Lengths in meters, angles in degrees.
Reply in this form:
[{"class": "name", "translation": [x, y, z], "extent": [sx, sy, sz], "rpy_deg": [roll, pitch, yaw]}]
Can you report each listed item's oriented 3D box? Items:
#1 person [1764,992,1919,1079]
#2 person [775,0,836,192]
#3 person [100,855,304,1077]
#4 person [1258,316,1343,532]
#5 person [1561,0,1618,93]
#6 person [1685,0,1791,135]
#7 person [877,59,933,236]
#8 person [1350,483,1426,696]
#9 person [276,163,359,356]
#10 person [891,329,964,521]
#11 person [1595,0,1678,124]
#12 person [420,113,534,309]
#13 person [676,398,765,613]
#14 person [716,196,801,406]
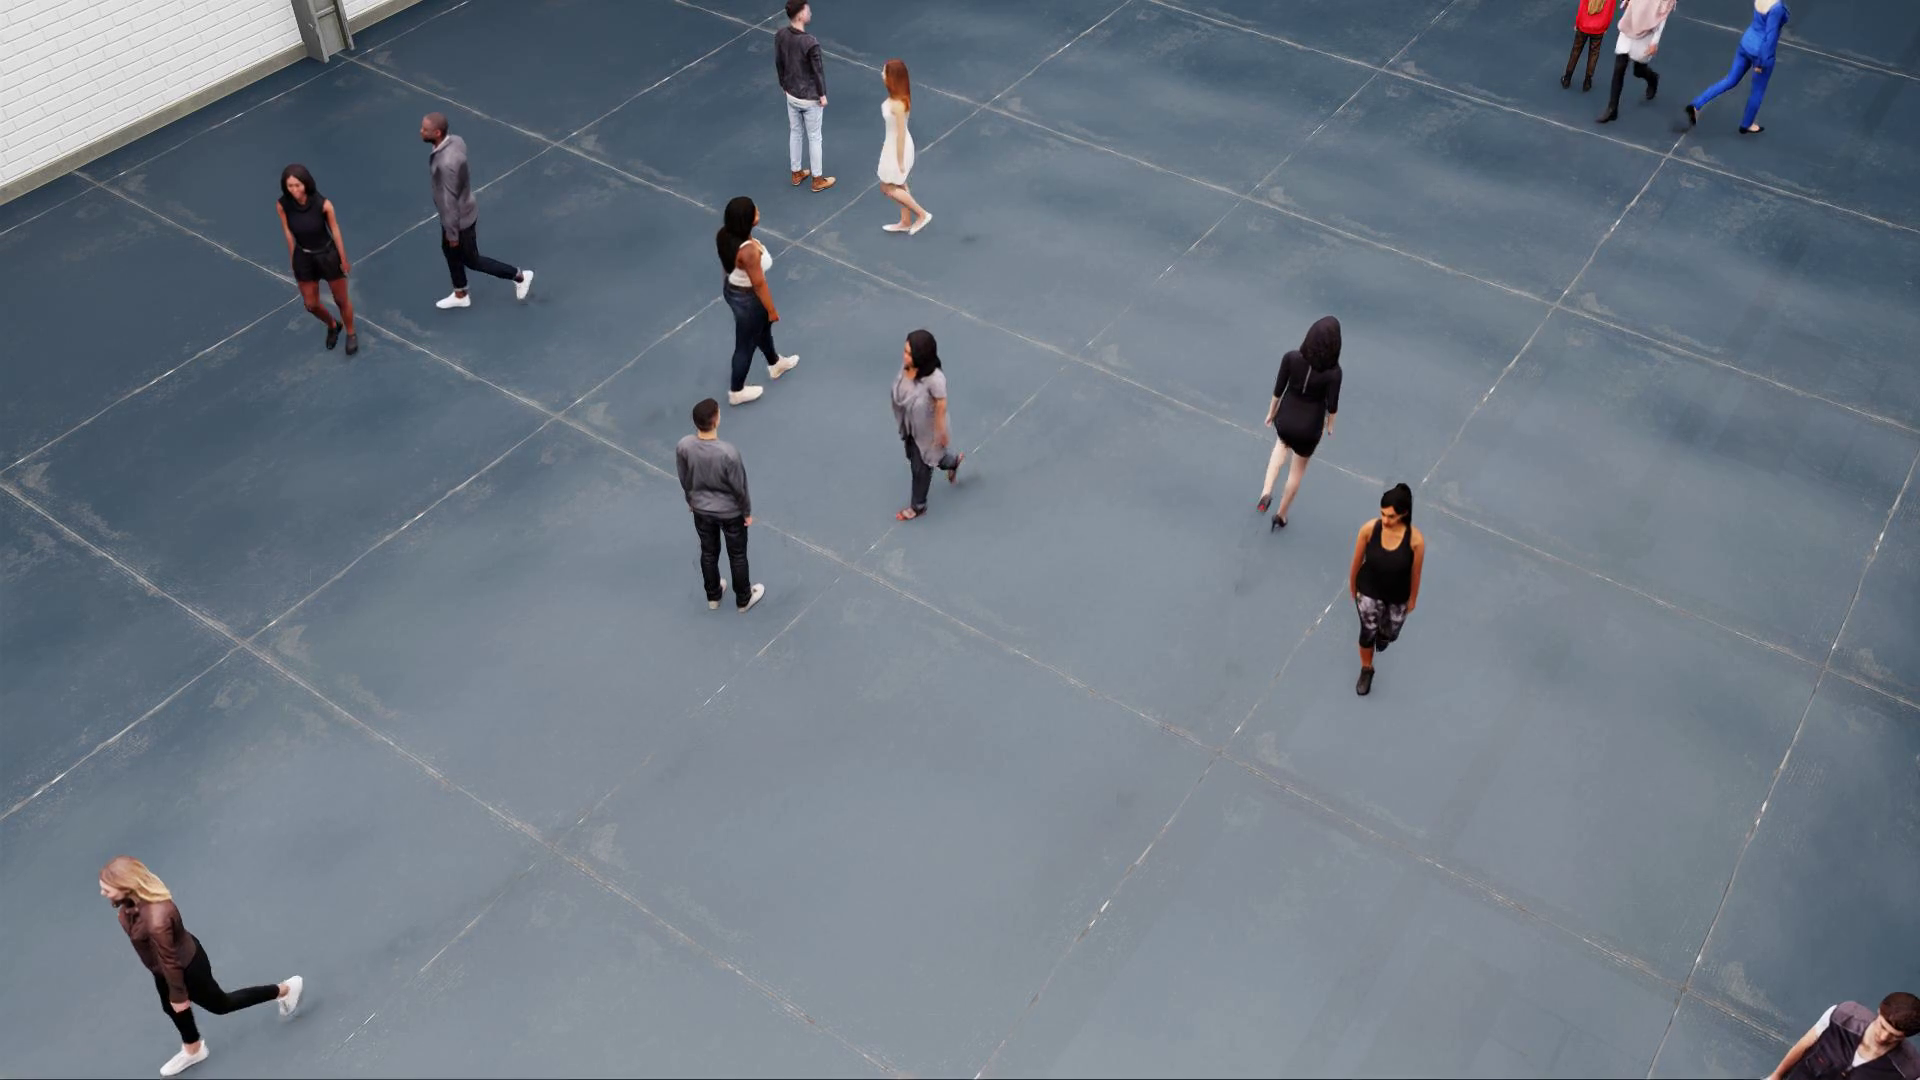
[{"class": "person", "translation": [4.204, 2.663, 8.039], "extent": [1.123, 1.827, 0.892], "rpy_deg": [-26, 49, -25]}, {"class": "person", "translation": [-1.420, -4.029, 15.058], "extent": [0.657, 1.835, 0.527], "rpy_deg": [24, 49, 23]}, {"class": "person", "translation": [-3.978, 2.170, 8.663], "extent": [1.111, 1.680, 0.786], "rpy_deg": [-31, 51, -28]}, {"class": "person", "translation": [2.331, -0.733, 11.635], "extent": [0.607, 1.785, 0.589], "rpy_deg": [21, 48, 21]}, {"class": "person", "translation": [6.310, -5.123, 16.609], "extent": [0.530, 1.280, 0.539], "rpy_deg": [15, 46, 15]}, {"class": "person", "translation": [7.455, -4.616, 15.789], "extent": [1.103, 1.675, 1.061], "rpy_deg": [-5, 44, -5]}, {"class": "person", "translation": [-0.443, -3.395, 14.490], "extent": [0.803, 1.700, 0.762], "rpy_deg": [2, 44, 2]}, {"class": "person", "translation": [2.731, 0.261, 10.685], "extent": [0.736, 1.655, 0.863], "rpy_deg": [10, 45, 11]}, {"class": "person", "translation": [-5.096, -2.273, 13.292], "extent": [0.725, 1.728, 0.773], "rpy_deg": [-3, 44, -3]}, {"class": "person", "translation": [-0.204, -0.862, 11.910], "extent": [0.988, 1.591, 0.819], "rpy_deg": [-24, 49, -23]}, {"class": "person", "translation": [6.597, -4.892, 16.005], "extent": [1.107, 1.779, 0.834], "rpy_deg": [-28, 50, -26]}, {"class": "person", "translation": [-4.026, -2.665, 13.656], "extent": [1.209, 1.794, 1.092], "rpy_deg": [-12, 45, -13]}, {"class": "person", "translation": [-1.617, -0.218, 11.112], "extent": [0.686, 1.760, 0.649], "rpy_deg": [10, 44, 10]}, {"class": "person", "translation": [-1.723, -1.803, 12.756], "extent": [1.046, 1.788, 0.894], "rpy_deg": [-21, 48, -21]}]
